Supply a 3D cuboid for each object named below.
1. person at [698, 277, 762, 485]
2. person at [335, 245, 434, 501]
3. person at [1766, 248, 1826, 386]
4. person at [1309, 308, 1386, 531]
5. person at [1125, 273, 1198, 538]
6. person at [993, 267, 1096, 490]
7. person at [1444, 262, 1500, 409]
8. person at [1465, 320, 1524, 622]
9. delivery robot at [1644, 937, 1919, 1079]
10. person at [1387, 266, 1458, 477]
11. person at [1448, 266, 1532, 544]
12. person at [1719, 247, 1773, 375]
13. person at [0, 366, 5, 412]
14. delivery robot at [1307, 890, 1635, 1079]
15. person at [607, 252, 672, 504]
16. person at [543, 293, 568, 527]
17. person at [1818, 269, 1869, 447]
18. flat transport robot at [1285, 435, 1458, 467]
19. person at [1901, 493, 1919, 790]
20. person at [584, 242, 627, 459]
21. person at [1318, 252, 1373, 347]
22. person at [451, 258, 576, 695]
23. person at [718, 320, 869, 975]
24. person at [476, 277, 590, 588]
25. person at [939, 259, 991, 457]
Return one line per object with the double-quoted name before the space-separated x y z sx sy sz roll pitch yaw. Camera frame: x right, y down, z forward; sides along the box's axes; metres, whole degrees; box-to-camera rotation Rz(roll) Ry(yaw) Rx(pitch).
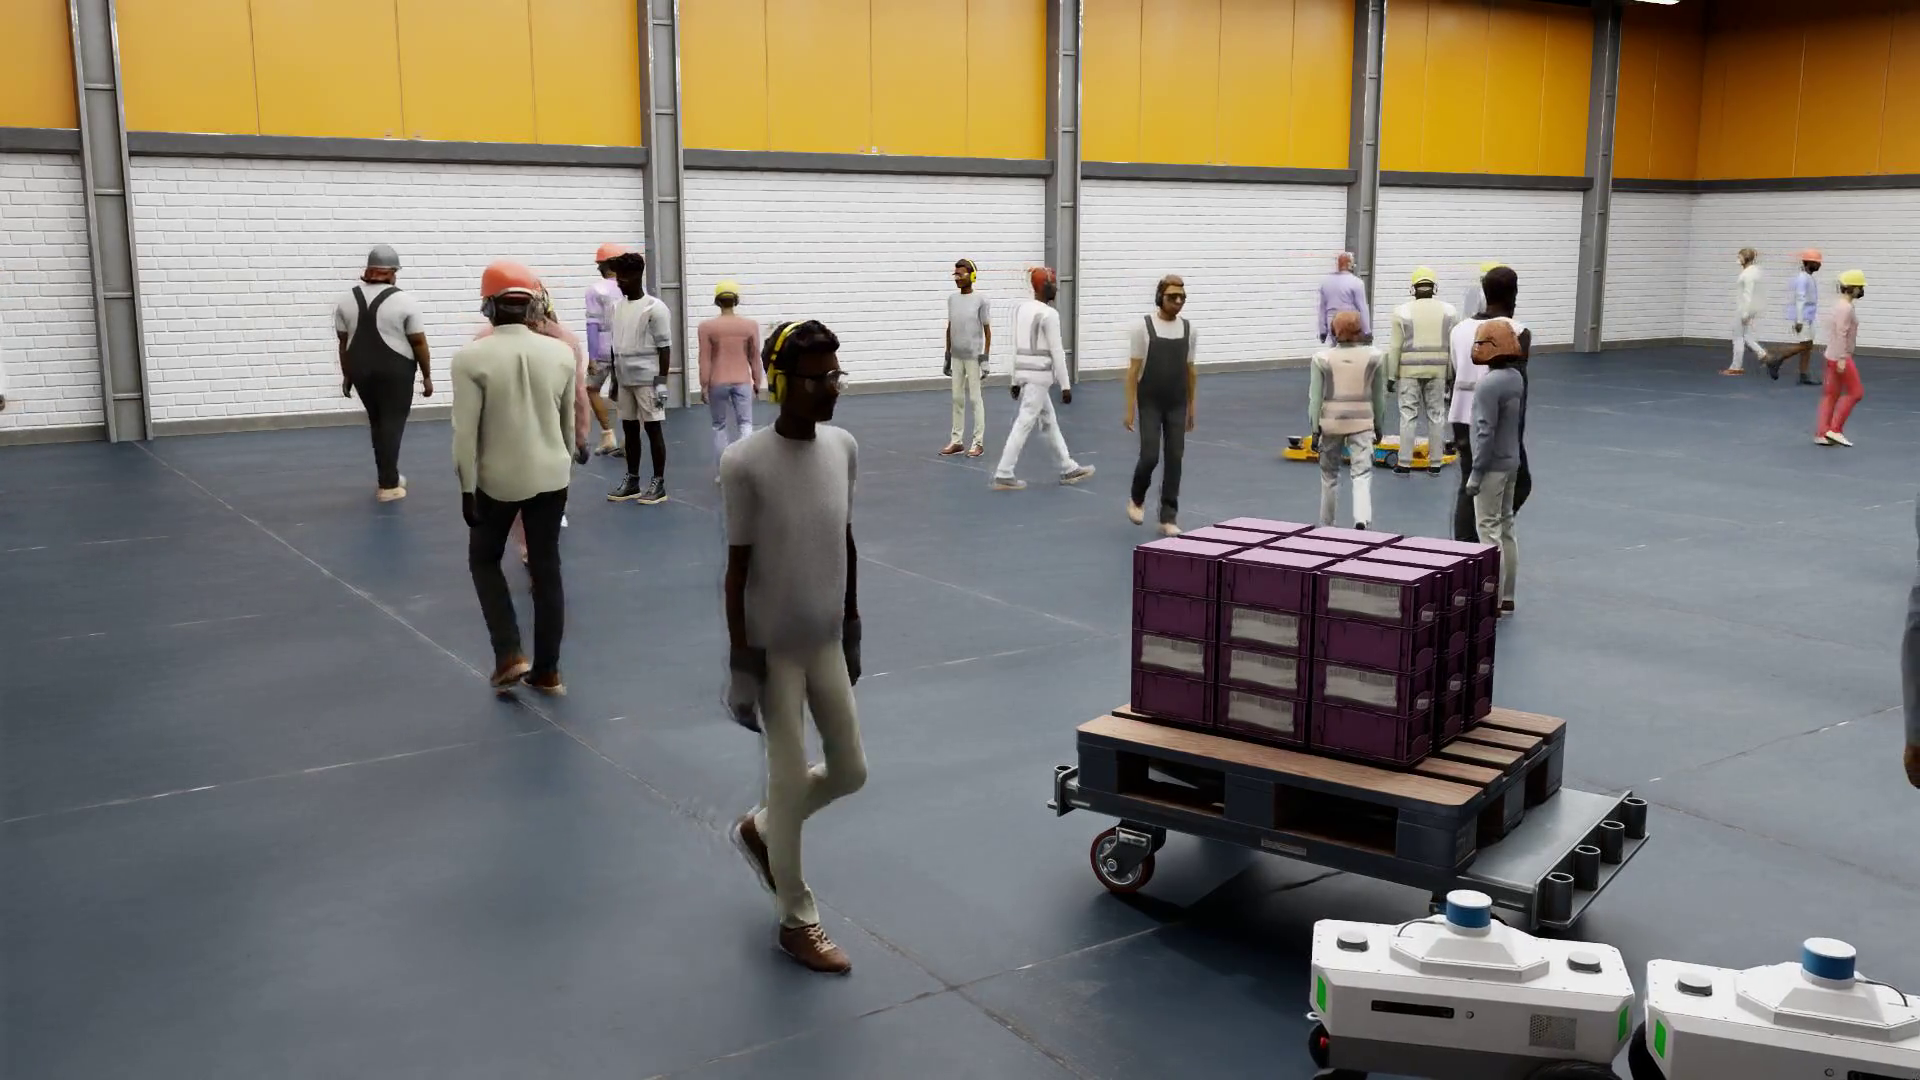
"person" -1.892 -1.290 13.768 0.530 1.750 0.667 -4 11 -19
"person" -4.552 -1.364 13.350 0.702 2.000 0.869 2 11 11
"person" 11.786 -3.125 23.331 0.646 1.922 0.559 8 13 37
"person" 2.581 -0.736 11.086 0.514 1.615 0.743 2 10 9
"person" 1.388 -0.930 11.550 0.540 1.828 0.478 -3 11 -16
"person" 0.697 -1.322 13.709 1.001 1.825 0.592 -5 11 -24
"person" 6.206 -2.454 20.066 0.949 1.779 0.633 -1 10 -4
"person" 2.893 -0.374 9.041 0.267 1.632 0.507 8 13 38
"delivery robot" 1.870 1.109 3.612 0.707 0.478 0.477 4 11 21
"person" 3.994 -1.449 14.415 0.589 1.822 0.403 0 10 1
"person" 3.160 -0.675 9.945 0.465 1.900 0.616 -6 12 -29
"person" 11.814 -3.413 24.905 0.615 1.924 0.641 5 12 27
"person" -7.626 -1.124 12.539 0.823 1.852 0.612 6 12 31
"delivery robot" 1.173 1.061 3.877 0.707 0.478 0.477 2 11 13
"person" -2.519 -1.256 12.987 0.605 1.958 0.392 7 13 35
"person" -3.076 -0.978 12.164 0.497 1.713 0.779 -4 11 -21
"person" 8.768 -1.786 16.427 0.443 1.751 0.546 4 11 23
"flat transport robot" 3.796 -0.845 15.358 1.431 0.197 0.652 6 12 31
"person" 2.562 0.452 3.834 0.850 1.896 0.705 -10 14 -43
"person" -3.270 -1.765 15.601 0.626 2.022 0.551 -10 14 -43
"person" 4.803 -2.601 20.560 0.595 1.888 0.649 -6 12 -29
"person" -2.003 -0.270 7.532 0.618 1.980 0.459 -7 13 -35
"person" -0.502 0.295 4.765 0.530 1.853 0.514 -10 14 -44
"person" -2.562 -0.646 9.970 0.670 1.852 0.994 -5 12 -27
"person" 0.056 -1.720 15.764 0.520 1.874 0.332 8 13 36
